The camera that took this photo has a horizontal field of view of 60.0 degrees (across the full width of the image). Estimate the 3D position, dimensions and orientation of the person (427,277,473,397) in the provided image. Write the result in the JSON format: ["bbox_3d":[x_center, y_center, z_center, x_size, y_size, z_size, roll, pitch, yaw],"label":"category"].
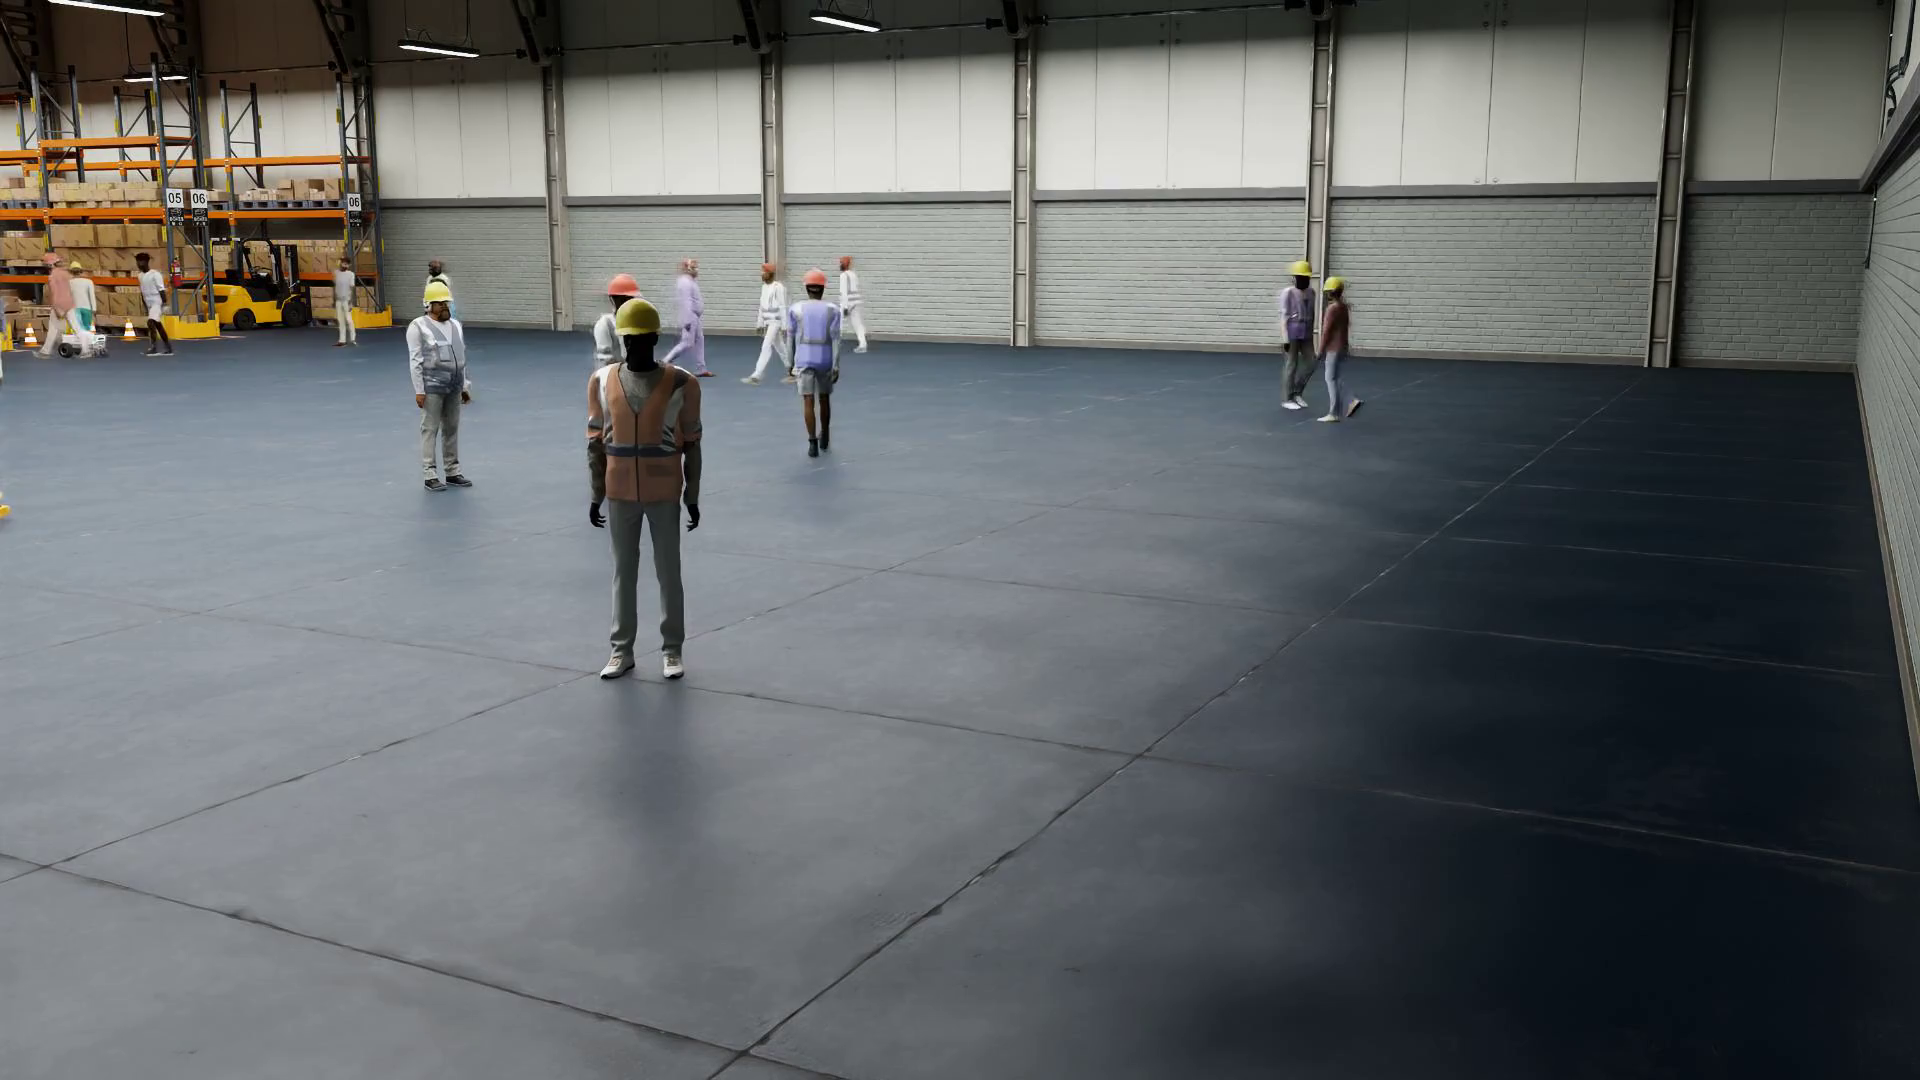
[{"bbox_3d":[-6.959,-2.715,22.537,0.655,1.675,0.535,1,10,7],"label":"person"}]

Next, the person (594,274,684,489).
[{"bbox_3d":[-2.789,-1.302,14.215,0.942,1.898,0.576,8,13,38],"label":"person"}]

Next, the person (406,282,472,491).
[{"bbox_3d":[-4.582,-1.359,14.719,0.403,1.835,0.588,6,12,31],"label":"person"}]

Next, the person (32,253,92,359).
[{"bbox_3d":[-16.320,-4.235,30.155,1.086,1.927,0.629,1,10,4],"label":"person"}]

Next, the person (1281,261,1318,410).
[{"bbox_3d":[4.362,-2.628,21.426,0.609,1.909,0.437,-7,13,-34],"label":"person"}]

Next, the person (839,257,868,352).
[{"bbox_3d":[-2.197,-4.511,31.928,0.998,1.824,0.598,5,11,25],"label":"person"}]

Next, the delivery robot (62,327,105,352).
[{"bbox_3d":[-16.094,-3.669,30.549,0.707,0.478,0.477,1,10,8],"label":"delivery robot"}]

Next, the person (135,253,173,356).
[{"bbox_3d":[-15.014,-4.355,30.833,0.624,1.918,0.819,7,12,33],"label":"person"}]

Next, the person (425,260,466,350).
[{"bbox_3d":[-9.372,-4.162,30.085,0.861,1.812,0.629,-9,13,-39],"label":"person"}]

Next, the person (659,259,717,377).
[{"bbox_3d":[-4.320,-3.494,26.250,0.813,1.883,0.651,-1,10,-3],"label":"person"}]

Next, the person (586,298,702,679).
[{"bbox_3d":[-1.596,-0.251,8.418,0.584,1.928,0.373,0,10,1],"label":"person"}]

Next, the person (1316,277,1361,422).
[{"bbox_3d":[4.527,-2.280,19.993,0.444,1.749,0.524,6,12,31],"label":"person"}]

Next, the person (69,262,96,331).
[{"bbox_3d":[-16.477,-4.321,31.121,0.536,1.722,0.883,-7,12,-33],"label":"person"}]

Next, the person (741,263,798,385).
[{"bbox_3d":[-2.838,-3.248,25.041,1.012,1.831,0.604,-6,12,-30],"label":"person"}]

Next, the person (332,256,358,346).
[{"bbox_3d":[-12.505,-4.813,33.593,0.676,1.832,0.338,4,11,19],"label":"person"}]

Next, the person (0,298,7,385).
[{"bbox_3d":[-14.541,-3.097,24.866,0.509,1.587,0.872,-6,12,-29],"label":"person"}]

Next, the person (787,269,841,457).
[{"bbox_3d":[-1.507,-1.836,17.187,0.552,1.884,0.983,-1,10,-8],"label":"person"}]

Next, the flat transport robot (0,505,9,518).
[{"bbox_3d":[-7.743,-0.172,12.508,0.652,0.197,1.431,-2,11,-13],"label":"flat transport robot"}]
